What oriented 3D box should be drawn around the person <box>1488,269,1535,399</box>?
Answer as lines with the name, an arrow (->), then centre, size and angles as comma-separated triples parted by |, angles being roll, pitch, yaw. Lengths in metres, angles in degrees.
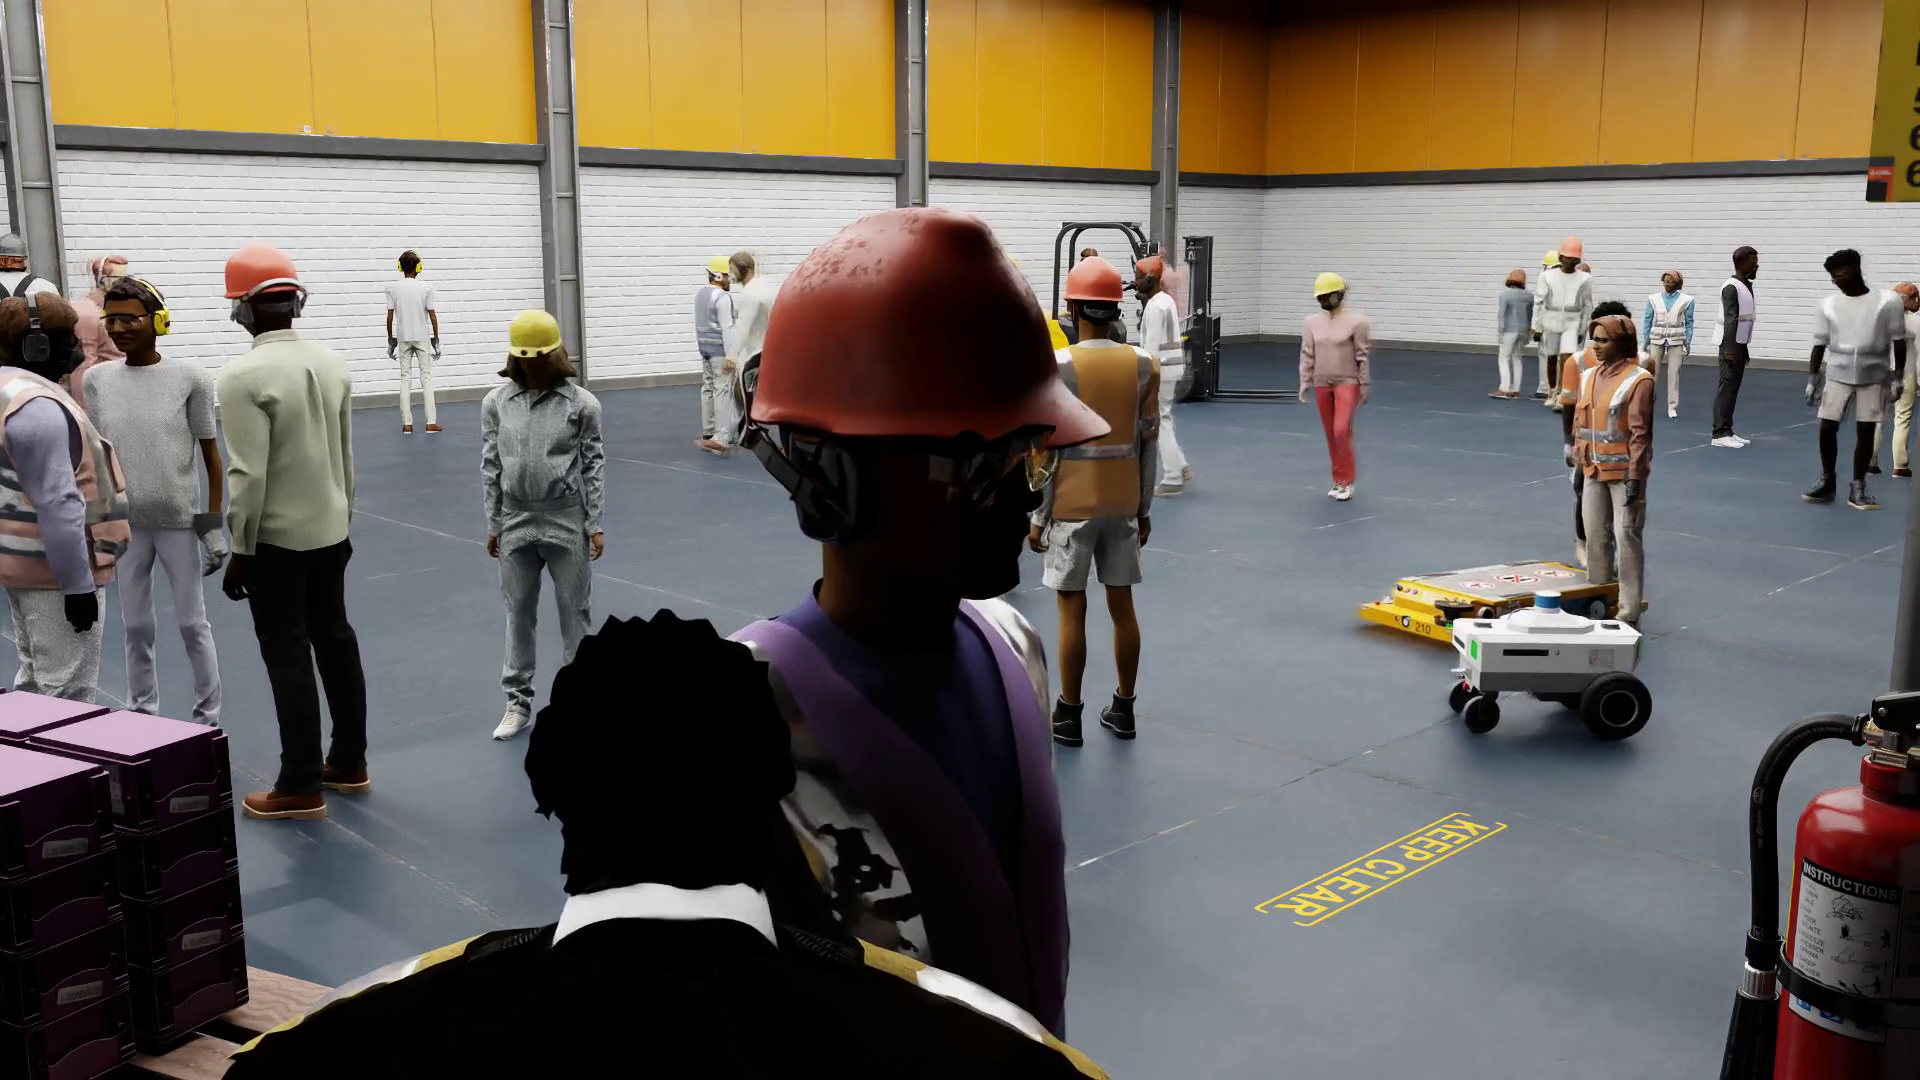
person -> 6.860, -2.540, 20.587 | 0.576, 1.599, 0.424 | -3, 11, -17

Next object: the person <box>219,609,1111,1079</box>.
person -> -0.184, 0.923, 1.055 | 0.627, 1.844, 0.429 | 0, 10, -2

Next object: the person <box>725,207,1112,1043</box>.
person -> -0.047, 0.721, 1.604 | 0.373, 2.044, 0.606 | 5, 12, 26

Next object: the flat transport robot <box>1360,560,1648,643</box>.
flat transport robot -> 2.860, 0.306, 8.707 | 1.431, 0.197, 0.652 | -6, 12, -29

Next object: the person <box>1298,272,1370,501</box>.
person -> 2.846, -1.174, 12.769 | 0.520, 1.737, 0.660 | 8, 13, 37

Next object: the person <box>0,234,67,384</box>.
person -> -7.673, -1.475, 13.590 | 0.688, 2.000, 0.536 | -5, 11, -24

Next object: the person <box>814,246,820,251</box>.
person -> -1.461, -2.199, 17.907 | 0.411, 1.908, 0.643 | 6, 12, 31

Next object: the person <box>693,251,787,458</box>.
person -> -1.904, -1.646, 14.950 | 1.031, 1.870, 0.657 | -1, 10, -7

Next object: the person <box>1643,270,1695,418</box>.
person -> 7.883, -2.181, 18.540 | 0.515, 1.636, 0.314 | 6, 12, 28

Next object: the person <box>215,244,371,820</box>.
person -> -2.342, -0.023, 5.799 | 0.388, 1.990, 0.622 | 3, 11, 16

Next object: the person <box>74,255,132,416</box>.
person -> -5.345, -0.875, 10.706 | 0.502, 1.892, 0.671 | 0, 10, 0

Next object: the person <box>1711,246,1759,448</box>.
person -> 7.454, -1.855, 16.004 | 0.391, 1.916, 0.593 | 7, 13, 35

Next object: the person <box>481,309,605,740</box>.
person -> -1.670, -0.053, 6.668 | 0.485, 1.735, 0.322 | 0, 10, -1

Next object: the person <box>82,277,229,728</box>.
person -> -3.046, -0.050, 6.283 | 0.532, 1.871, 0.321 | -1, 10, -3

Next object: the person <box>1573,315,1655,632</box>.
person -> 3.300, -0.324, 8.438 | 0.321, 1.628, 0.508 | -4, 11, -19

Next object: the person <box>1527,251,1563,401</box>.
person -> 7.236, -2.624, 20.420 | 0.589, 1.833, 0.404 | -9, 14, -41

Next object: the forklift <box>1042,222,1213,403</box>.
forklift -> 1.935, -2.847, 20.651 | 2.313, 2.155, 1.214 | 2, 11, 13

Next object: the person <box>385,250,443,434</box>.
person -> -5.595, -2.021, 17.034 | 0.538, 1.869, 0.312 | -1, 10, -7

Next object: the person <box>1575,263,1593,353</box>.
person -> 8.736, -3.089, 23.503 | 0.268, 1.631, 0.507 | -4, 11, -21

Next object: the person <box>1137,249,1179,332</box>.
person -> 2.541, -2.876, 21.757 | 1.011, 1.849, 0.662 | -2, 11, -13

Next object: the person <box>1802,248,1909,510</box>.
person -> 6.692, -1.200, 12.419 | 0.662, 1.926, 0.438 | 7, 13, 35

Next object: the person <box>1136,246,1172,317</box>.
person -> 2.994, -3.618, 25.704 | 0.575, 1.882, 0.361 | -3, 11, -18

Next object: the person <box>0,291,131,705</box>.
person -> -2.959, 0.112, 5.476 | 0.429, 1.845, 0.621 | -9, 14, -40

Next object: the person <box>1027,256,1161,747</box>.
person -> 0.519, -0.145, 6.614 | 0.546, 1.938, 0.360 | -4, 11, -21

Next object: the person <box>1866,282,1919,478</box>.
person -> 7.863, -1.340, 13.962 | 0.284, 1.633, 0.497 | -7, 12, -32

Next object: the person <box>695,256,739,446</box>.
person -> -2.321, -1.816, 16.042 | 0.403, 1.821, 0.596 | -7, 13, -34

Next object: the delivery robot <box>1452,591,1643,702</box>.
delivery robot -> 2.411, 0.454, 6.865 | 0.707, 0.478, 0.477 | 1, 10, 3

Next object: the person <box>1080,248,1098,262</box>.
person -> 1.823, -3.179, 23.422 | 0.430, 1.845, 0.624 | -2, 11, -13

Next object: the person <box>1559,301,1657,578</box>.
person -> 3.779, -0.574, 9.730 | 0.540, 1.643, 0.893 | 3, 11, 15

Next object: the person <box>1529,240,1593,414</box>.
person -> 6.944, -2.463, 19.203 | 0.630, 1.977, 1.113 | 4, 11, 21

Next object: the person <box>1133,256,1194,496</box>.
person -> 1.564, -1.265, 12.940 | 0.460, 1.857, 0.611 | 3, 11, 16
